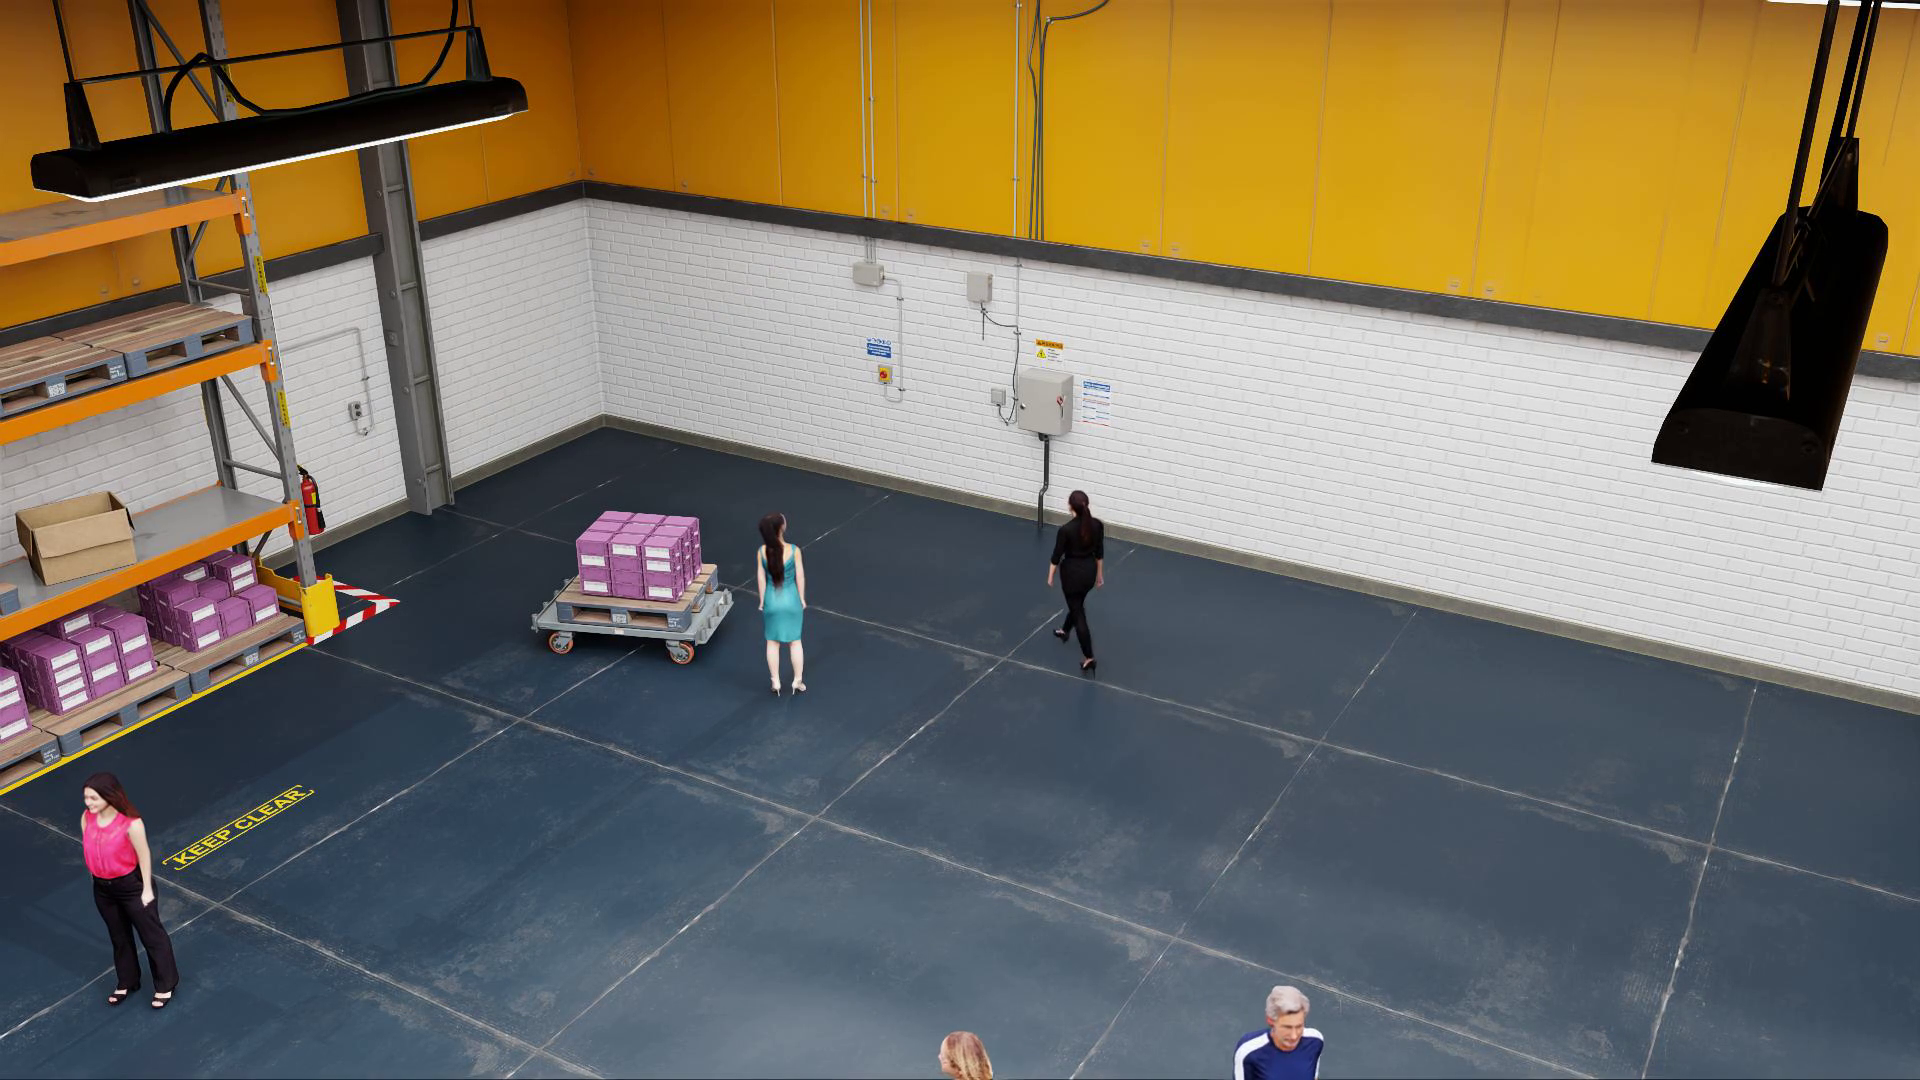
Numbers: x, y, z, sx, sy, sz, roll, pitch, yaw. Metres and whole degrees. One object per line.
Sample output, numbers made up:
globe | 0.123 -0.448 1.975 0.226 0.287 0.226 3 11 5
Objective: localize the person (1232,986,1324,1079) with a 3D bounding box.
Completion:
person | 1.551 2.969 8.454 1.160 1.791 1.258 -5 24 -11

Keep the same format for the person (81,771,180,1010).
person | -5.239 2.185 10.410 0.640 1.660 0.622 4 24 9

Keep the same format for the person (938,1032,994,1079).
person | 0.095 3.131 8.041 0.687 1.823 0.552 9 25 20

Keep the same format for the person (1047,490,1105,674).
person | 1.068 0.404 14.547 1.094 1.609 1.043 -11 26 -24

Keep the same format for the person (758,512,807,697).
person | -1.515 0.546 14.124 0.619 1.688 0.623 1 24 1
